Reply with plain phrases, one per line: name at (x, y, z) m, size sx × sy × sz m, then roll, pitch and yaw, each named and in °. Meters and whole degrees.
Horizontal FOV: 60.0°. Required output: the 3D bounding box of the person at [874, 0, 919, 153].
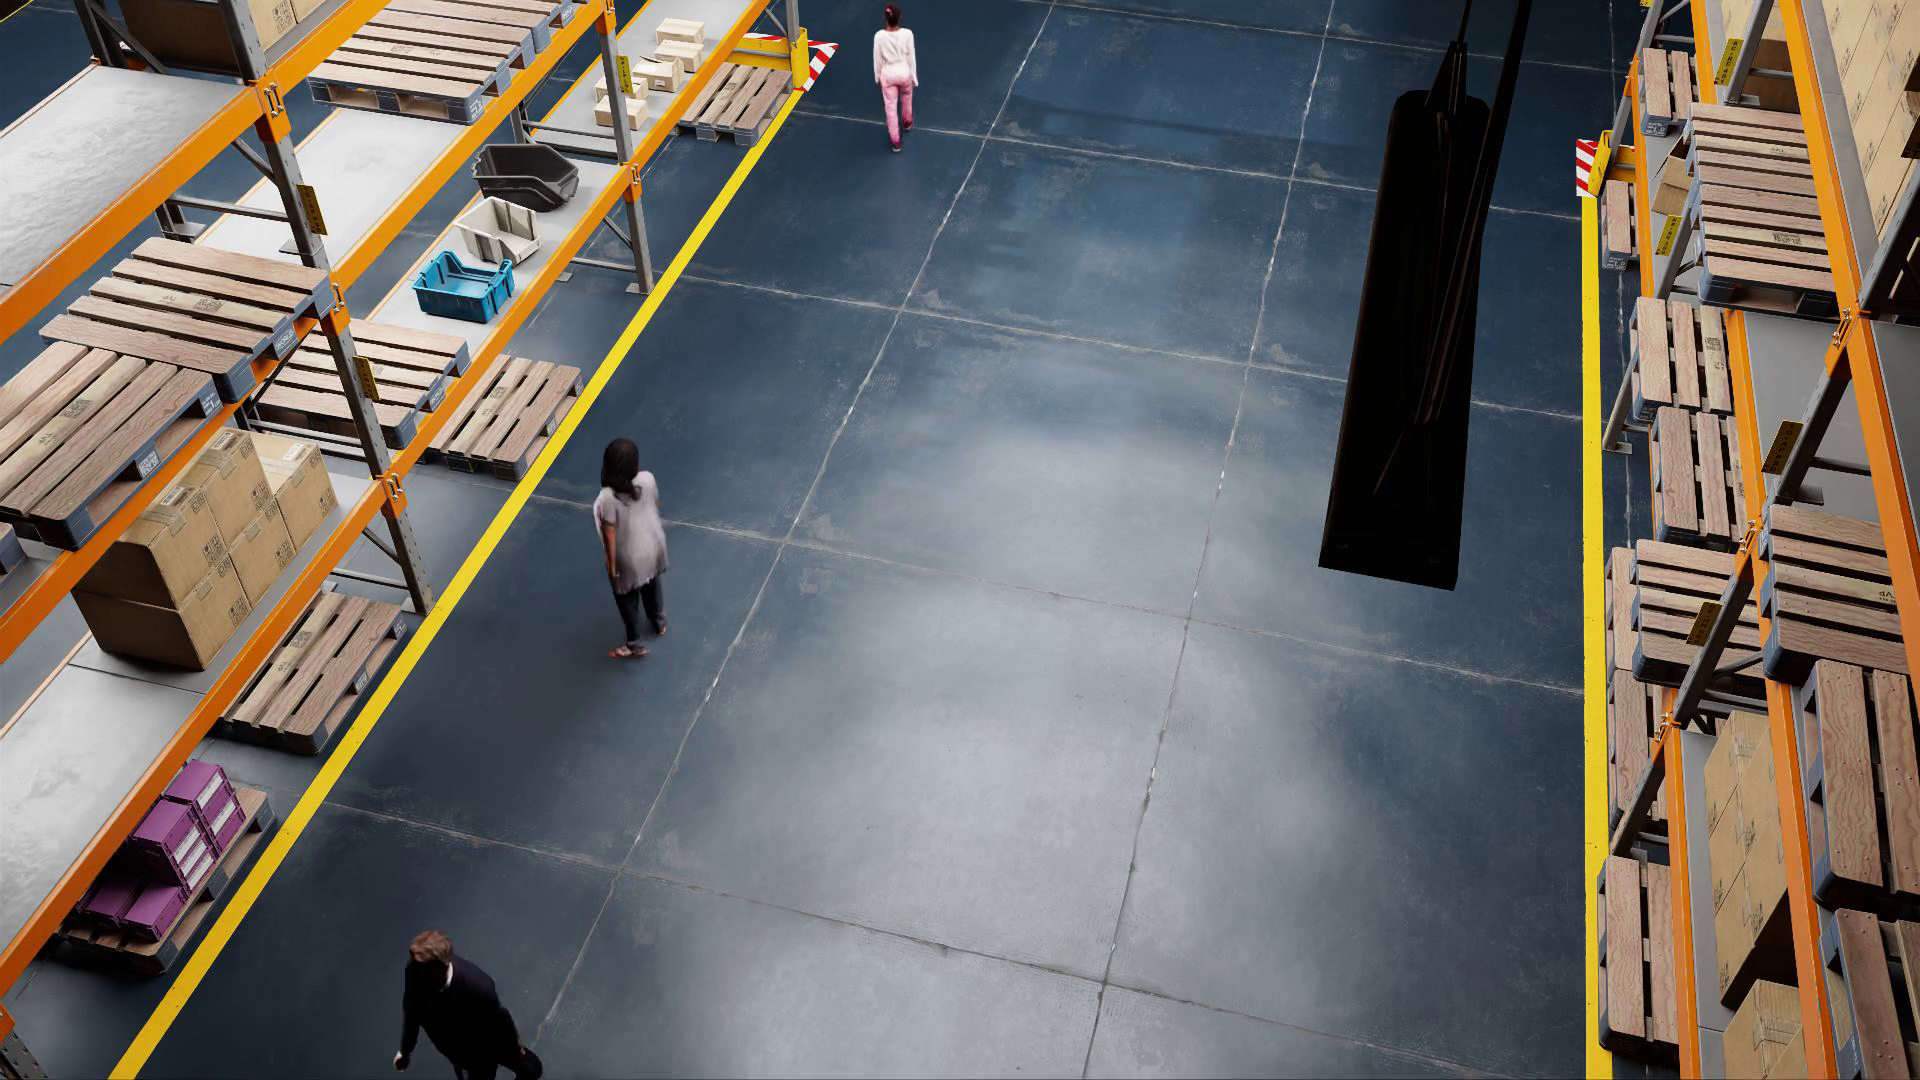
person at (-0.607, -4.384, 15.817) m, size 0.738 × 1.431 × 0.944 m, roll -1°, pitch 44°, yaw -2°

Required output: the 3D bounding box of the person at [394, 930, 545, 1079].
person at (-2.433, 2.444, 8.403) m, size 0.907 × 1.770 × 1.225 m, roll 24°, pitch 49°, yaw 23°

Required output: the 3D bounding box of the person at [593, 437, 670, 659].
person at (-2.168, 0.080, 11.021) m, size 0.971 × 1.582 × 0.791 m, roll 19°, pitch 47°, yaw 19°
